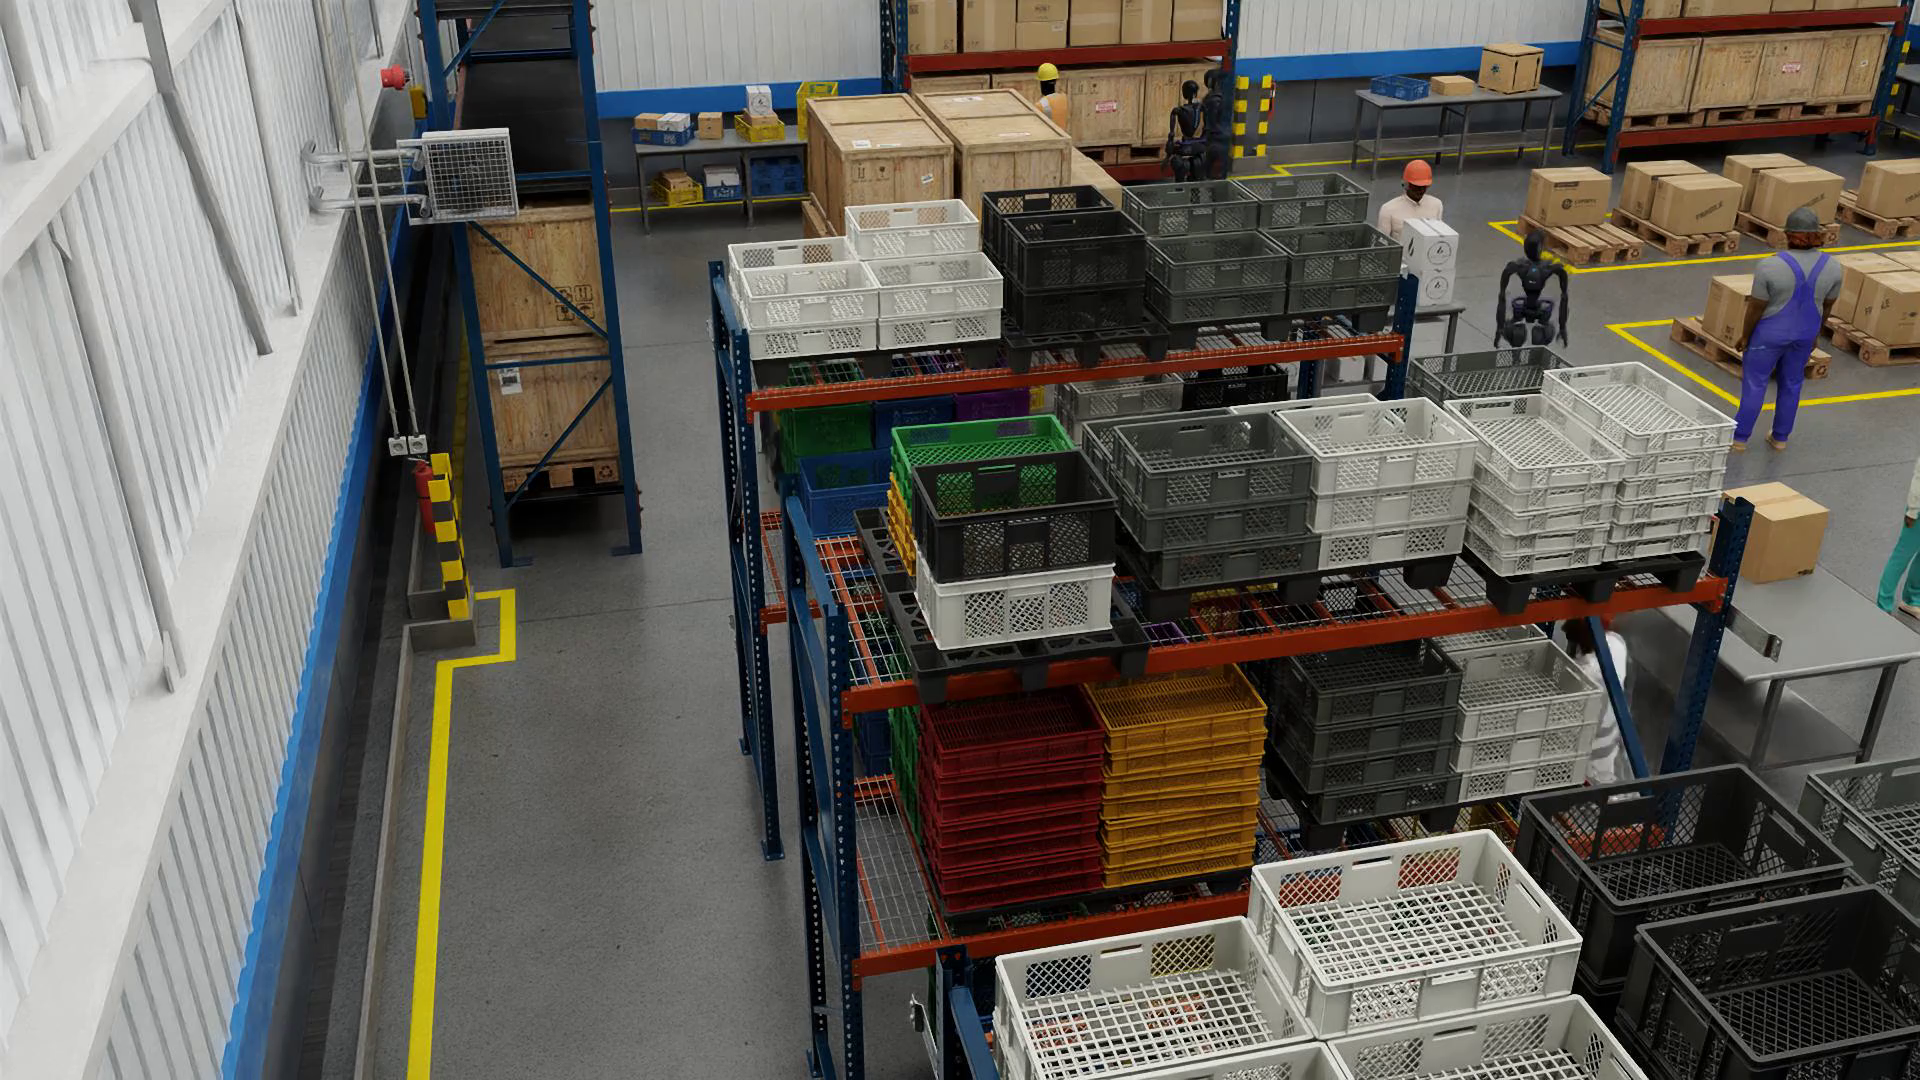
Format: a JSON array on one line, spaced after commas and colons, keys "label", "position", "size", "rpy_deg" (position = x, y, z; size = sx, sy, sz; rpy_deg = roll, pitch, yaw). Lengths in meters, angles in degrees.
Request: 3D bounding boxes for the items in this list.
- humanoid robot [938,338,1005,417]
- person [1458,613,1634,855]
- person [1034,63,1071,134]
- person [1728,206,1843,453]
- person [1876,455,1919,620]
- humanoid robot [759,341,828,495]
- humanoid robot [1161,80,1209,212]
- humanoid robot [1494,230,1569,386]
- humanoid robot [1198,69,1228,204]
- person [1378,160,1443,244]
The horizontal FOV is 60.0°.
[{"label": "humanoid robot", "position": [0.096, -1.084, 12.579], "size": [0.589, 1.657, 0.327], "rpy_deg": [3, 28, 6]}, {"label": "person", "position": [3.121, 1.064, 8.354], "size": [0.987, 1.833, 0.637], "rpy_deg": [23, 35, 36]}, {"label": "person", "position": [0.976, -4.298, 18.426], "size": [0.378, 1.923, 0.590], "rpy_deg": [22, 35, 35]}, {"label": "person", "position": [6.563, -1.687, 13.348], "size": [0.676, 2.000, 0.536], "rpy_deg": [0, 28, 0]}, {"label": "person", "position": [6.404, -0.219, 10.855], "size": [0.525, 1.767, 0.329], "rpy_deg": [-8, 29, -15]}, {"label": "humanoid robot", "position": [-1.214, -0.854, 12.158], "size": [0.592, 1.639, 0.582], "rpy_deg": [-14, 31, -25]}, {"label": "humanoid robot", "position": [2.561, -4.359, 18.788], "size": [0.583, 1.659, 0.329], "rpy_deg": [-16, 32, -27]}, {"label": "humanoid robot", "position": [4.828, -1.821, 14.003], "size": [0.619, 1.630, 0.449], "rpy_deg": [13, 30, 23]}, {"label": "humanoid robot", "position": [2.930, -4.662, 19.381], "size": [0.429, 1.636, 0.630], "rpy_deg": [-1, 28, -1]}, {"label": "person", "position": [3.951, -2.393, 14.751], "size": [0.620, 1.990, 0.395], "rpy_deg": [-7, 28, -12]}]
